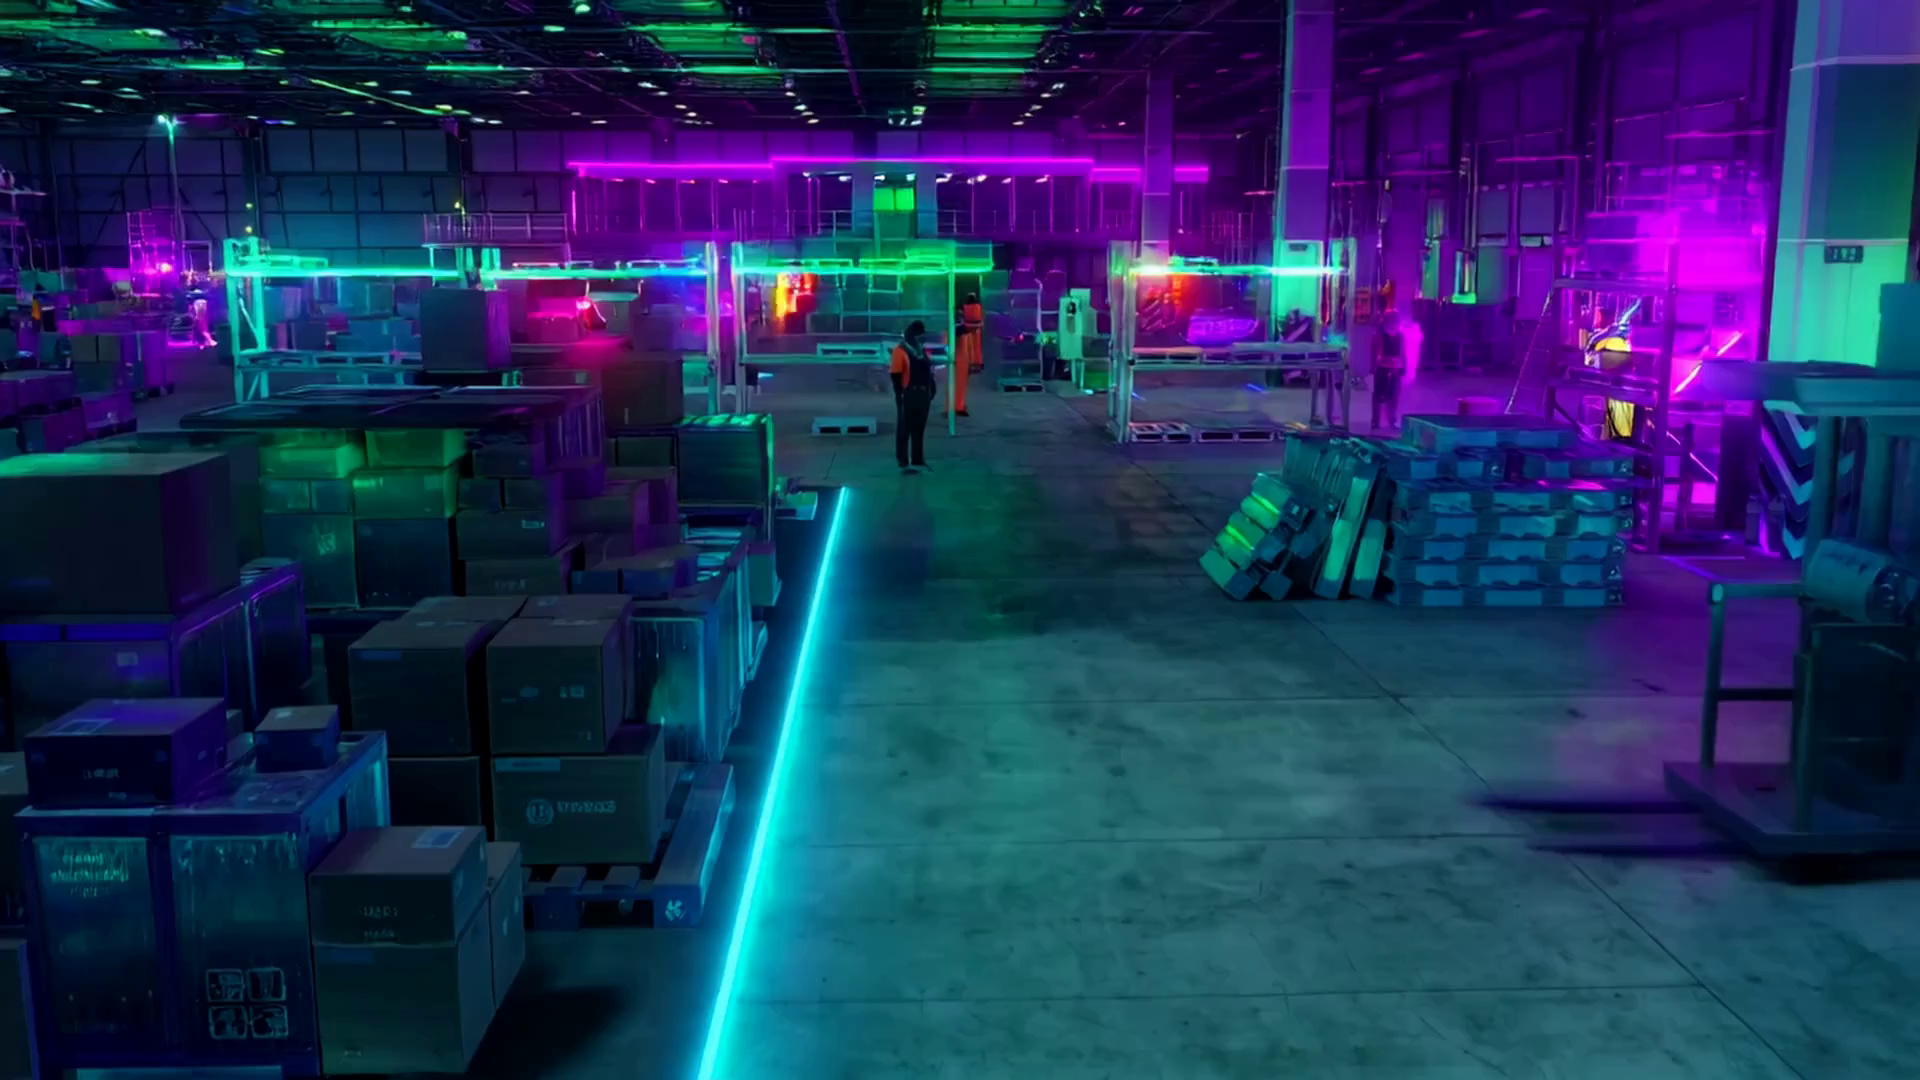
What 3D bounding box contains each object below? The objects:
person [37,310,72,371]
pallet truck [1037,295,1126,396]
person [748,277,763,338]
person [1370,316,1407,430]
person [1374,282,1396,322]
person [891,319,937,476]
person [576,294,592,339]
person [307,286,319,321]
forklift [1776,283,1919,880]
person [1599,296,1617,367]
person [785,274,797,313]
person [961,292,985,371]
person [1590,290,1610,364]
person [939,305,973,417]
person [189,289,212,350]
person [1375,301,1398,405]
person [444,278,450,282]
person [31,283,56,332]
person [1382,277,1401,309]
[{"bbox_3d":[-14.326,-2.645,26.303,0.603,1.952,0.368,2,10,12],"label":"person"},{"bbox_3d":[2.483,-3.881,33.060,1.885,1.965,0.823,-7,13,-36],"label":"pallet truck"},{"bbox_3d":[-6.433,-7.296,52.297,0.399,1.922,0.553,5,12,28],"label":"person"},{"bbox_3d":[6.939,-2.695,26.895,0.631,1.840,0.428,-2,10,-11],"label":"person"},{"bbox_3d":[11.449,-5.976,44.860,0.605,1.951,0.381,7,12,35],"label":"person"},{"bbox_3d":[-0.557,-1.859,21.674,0.535,2.000,0.685,7,13,35],"label":"person"},{"bbox_3d":[-7.953,-4.249,35.299,0.366,1.931,0.542,-4,11,-21],"label":"person"},{"bbox_3d":[-17.548,-5.981,45.170,0.516,1.856,0.553,5,11,24],"label":"person"},{"bbox_3d":[4.824,0.144,8.177,1.873,2.768,1.129,0,10,-2],"label":"forklift"},{"bbox_3d":[14.365,-4.483,36.754,0.322,1.876,0.531,-3,11,-15],"label":"person"},{"bbox_3d":[-6.041,-8.621,59.844,0.424,1.868,0.575,10,14,43],"label":"person"},{"bbox_3d":[0.299,-4.826,38.706,0.594,1.861,0.725,-2,10,-9],"label":"person"},{"bbox_3d":[16.022,-5.382,41.430,0.378,1.995,0.612,-2,10,-9],"label":"person"},{"bbox_3d":[-0.061,-3.120,28.991,0.632,1.936,0.359,-5,11,-25],"label":"person"},{"bbox_3d":[-21.460,-6.209,46.849,0.890,1.687,0.506,3,11,18],"label":"person"},{"bbox_3d":[8.014,-3.503,31.152,0.585,1.928,0.365,-8,13,-39],"label":"person"},{"bbox_3d":[-16.689,-7.626,54.299,0.620,1.861,1.019,3,11,17],"label":"person"},{"bbox_3d":[-25.086,-6.054,45.460,0.975,1.889,0.552,8,13,38],"label":"person"},{"bbox_3d":[14.708,-8.075,56.912,0.654,1.819,0.755,0,10,-2],"label":"person"}]
